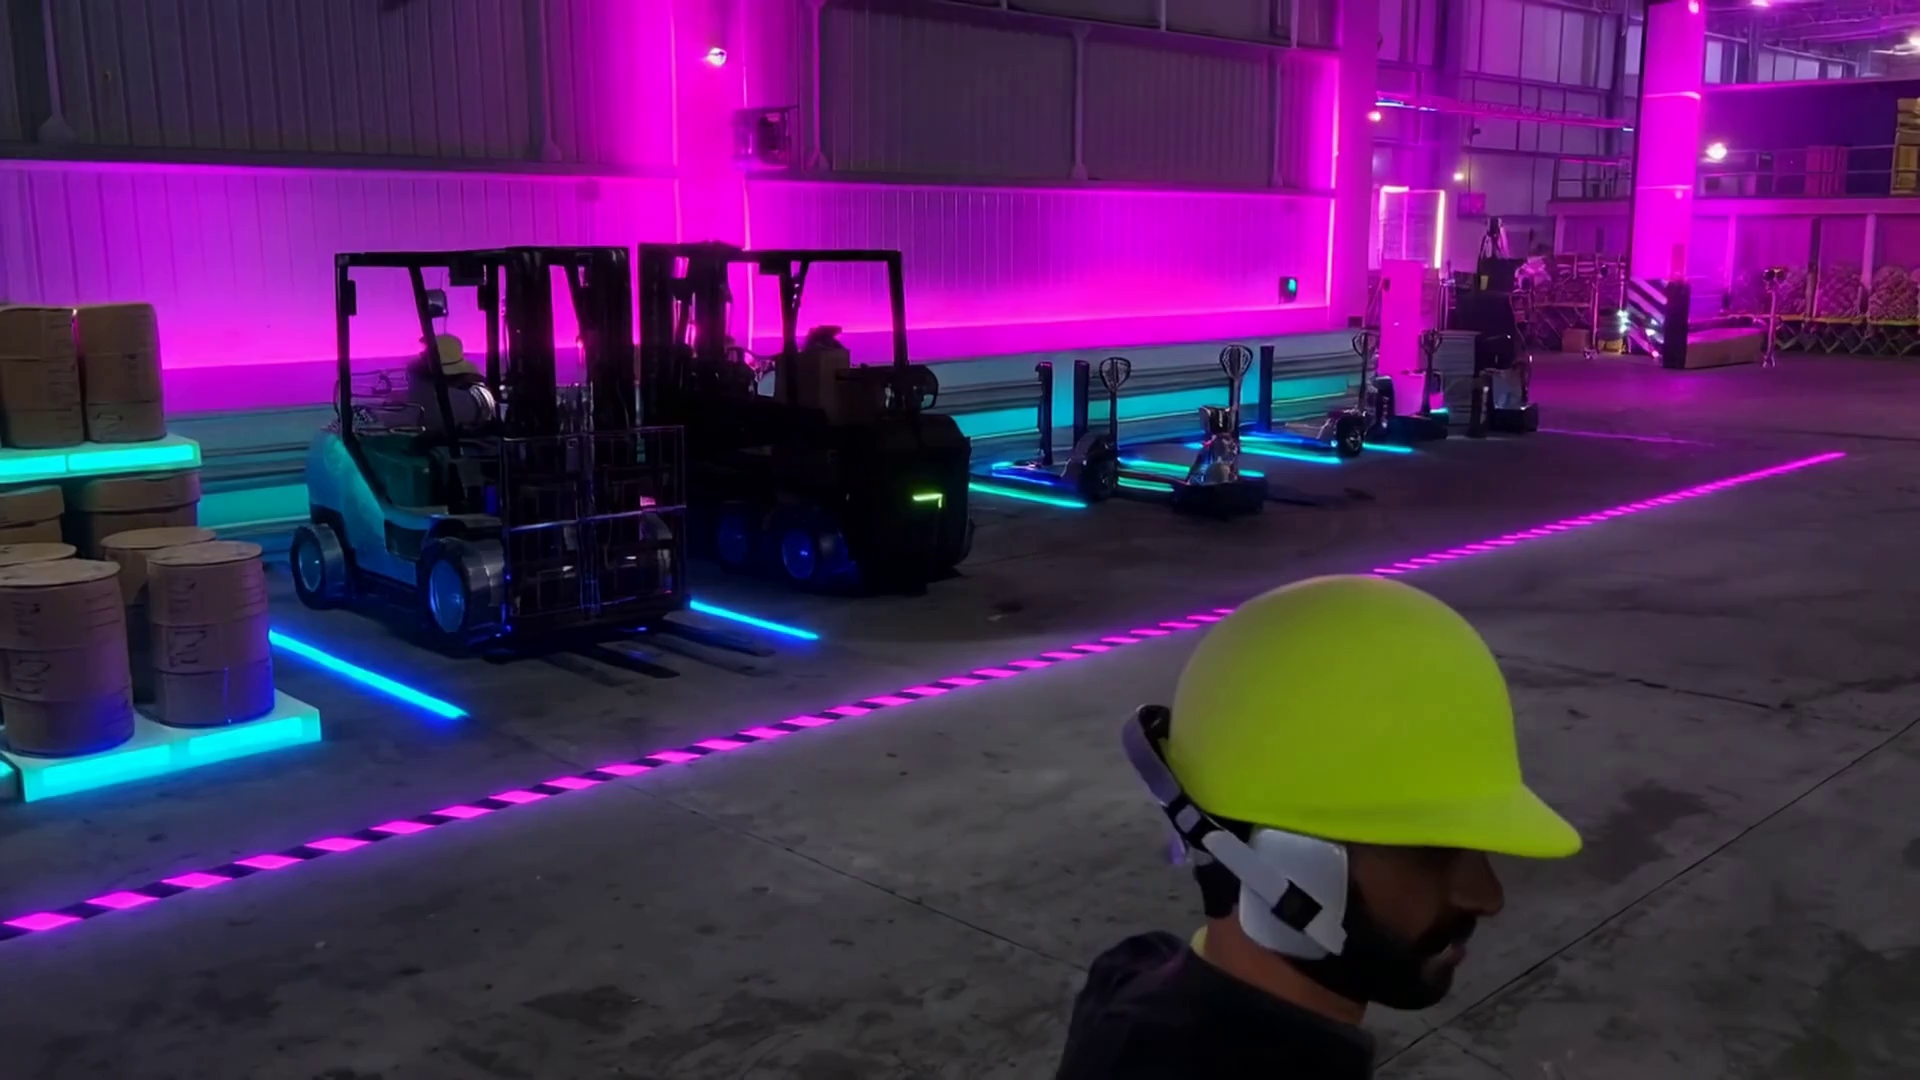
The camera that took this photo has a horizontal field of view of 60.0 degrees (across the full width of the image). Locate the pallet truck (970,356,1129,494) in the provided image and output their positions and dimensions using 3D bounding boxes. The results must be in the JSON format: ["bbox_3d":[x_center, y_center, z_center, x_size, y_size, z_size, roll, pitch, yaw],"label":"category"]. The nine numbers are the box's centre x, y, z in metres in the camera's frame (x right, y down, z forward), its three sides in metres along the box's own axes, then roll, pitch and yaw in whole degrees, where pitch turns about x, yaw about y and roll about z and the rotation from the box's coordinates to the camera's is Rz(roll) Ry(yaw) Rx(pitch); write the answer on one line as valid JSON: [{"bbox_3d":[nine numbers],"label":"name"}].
[{"bbox_3d":[0.784,-1.085,14.876,0.680,1.201,1.601,-10,14,-44],"label":"pallet truck"}]

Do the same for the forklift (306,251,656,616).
[{"bbox_3d":[-2.833,-0.669,9.694,1.157,1.987,2.680,-10,14,-44],"label":"forklift"}]

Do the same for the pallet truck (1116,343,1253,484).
[{"bbox_3d":[1.962,-1.215,15.415,1.522,1.261,0.704,10,14,43],"label":"pallet truck"}]

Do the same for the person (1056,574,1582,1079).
[{"bbox_3d":[0.249,1.006,1.389,0.390,1.990,0.623,-2,11,-10],"label":"person"}]

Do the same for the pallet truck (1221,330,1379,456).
[{"bbox_3d":[3.563,-1.581,17.381,0.653,1.274,1.630,-10,14,-44],"label":"pallet truck"}]

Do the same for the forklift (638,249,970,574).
[{"bbox_3d":[-1.173,-0.958,11.239,2.680,1.987,1.157,10,14,43],"label":"forklift"}]

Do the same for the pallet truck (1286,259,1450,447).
[{"bbox_3d":[4.493,-2.078,18.196,0.823,1.965,1.885,-9,14,-40],"label":"pallet truck"}]

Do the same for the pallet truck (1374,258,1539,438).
[{"bbox_3d":[5.704,-2.208,18.901,1.885,1.965,0.823,10,14,43],"label":"pallet truck"}]
